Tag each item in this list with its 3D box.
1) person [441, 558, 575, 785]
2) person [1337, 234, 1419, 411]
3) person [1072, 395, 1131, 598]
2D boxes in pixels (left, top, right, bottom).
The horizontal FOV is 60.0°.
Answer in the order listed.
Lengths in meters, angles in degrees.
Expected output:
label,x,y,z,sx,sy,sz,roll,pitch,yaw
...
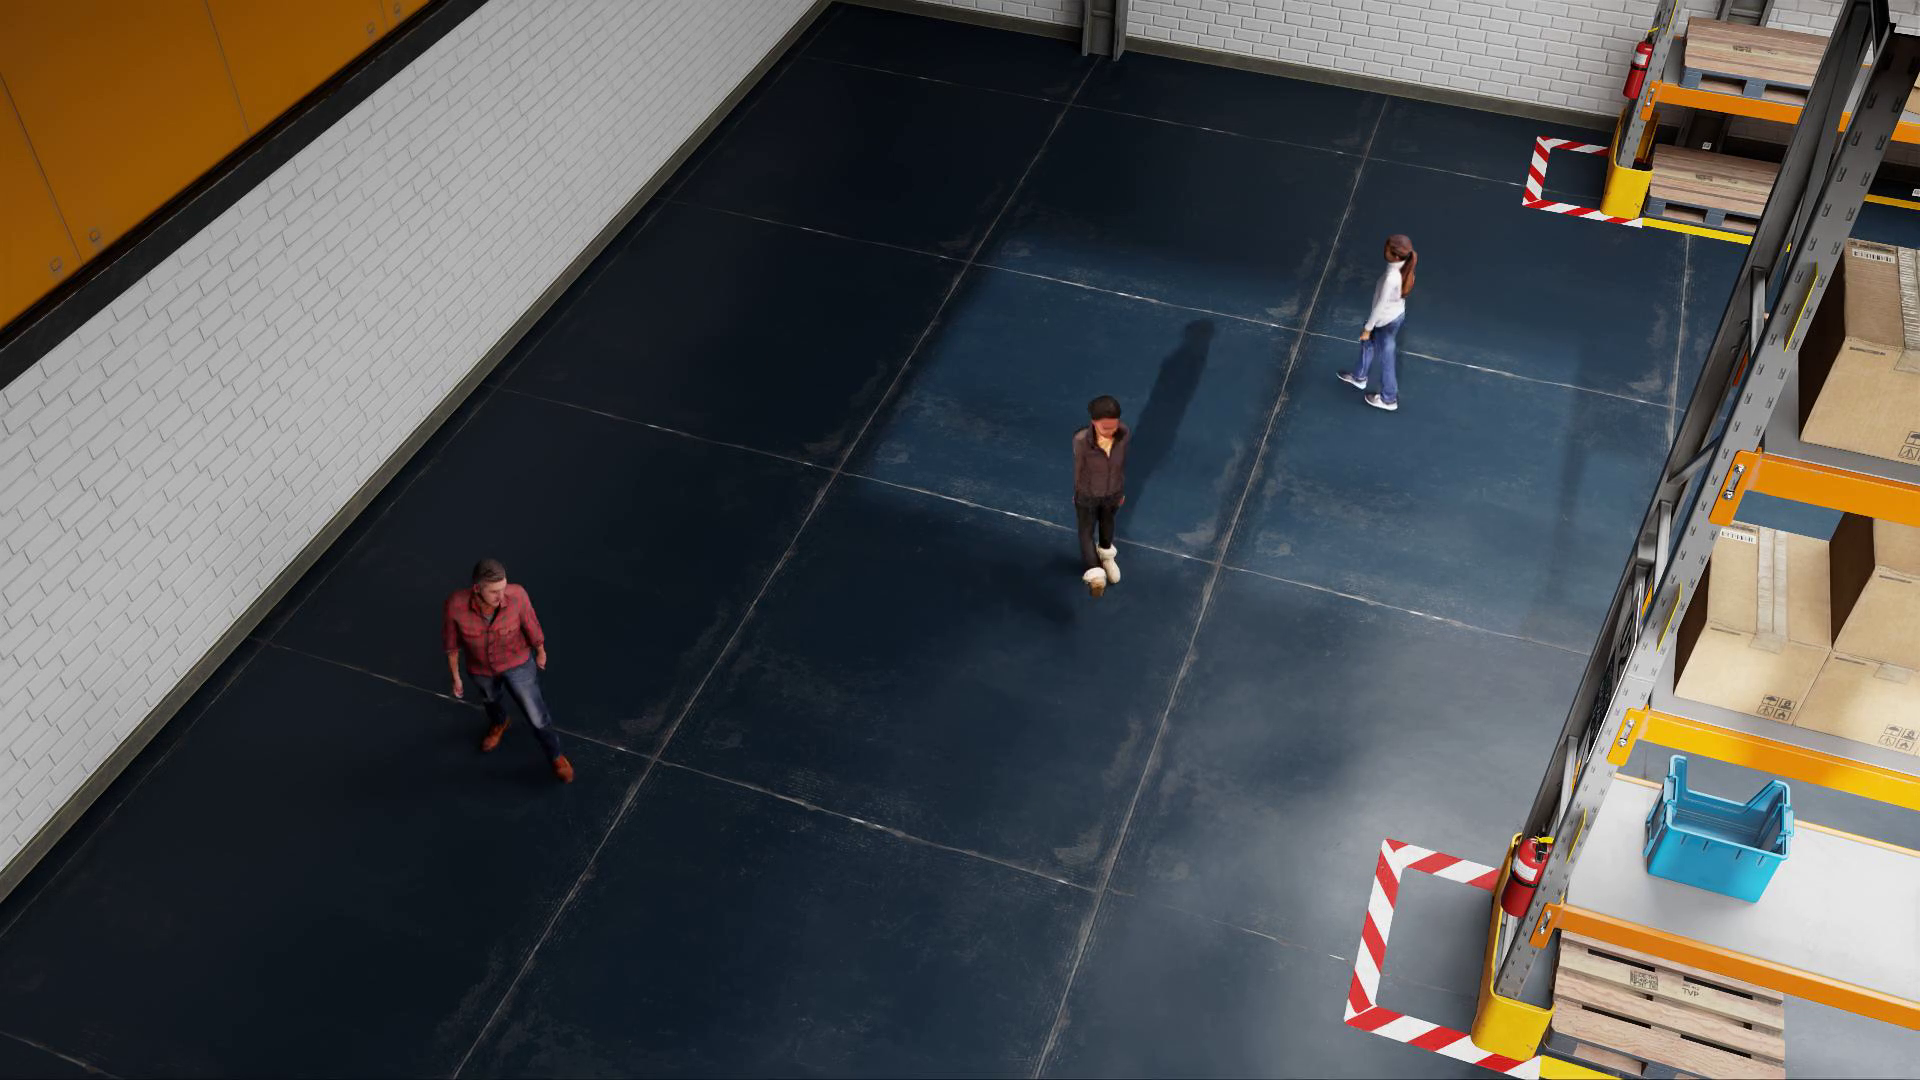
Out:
label,x,y,z,sx,sy,sz,roll,pitch,yaw
person,-2.845,0.708,10.173,1.011,1.788,1.057,-1,44,-1
person,3.375,-1.655,12.837,0.856,1.535,0.658,25,49,24
person,0.994,-0.246,11.275,0.913,1.649,0.919,-24,49,-23
